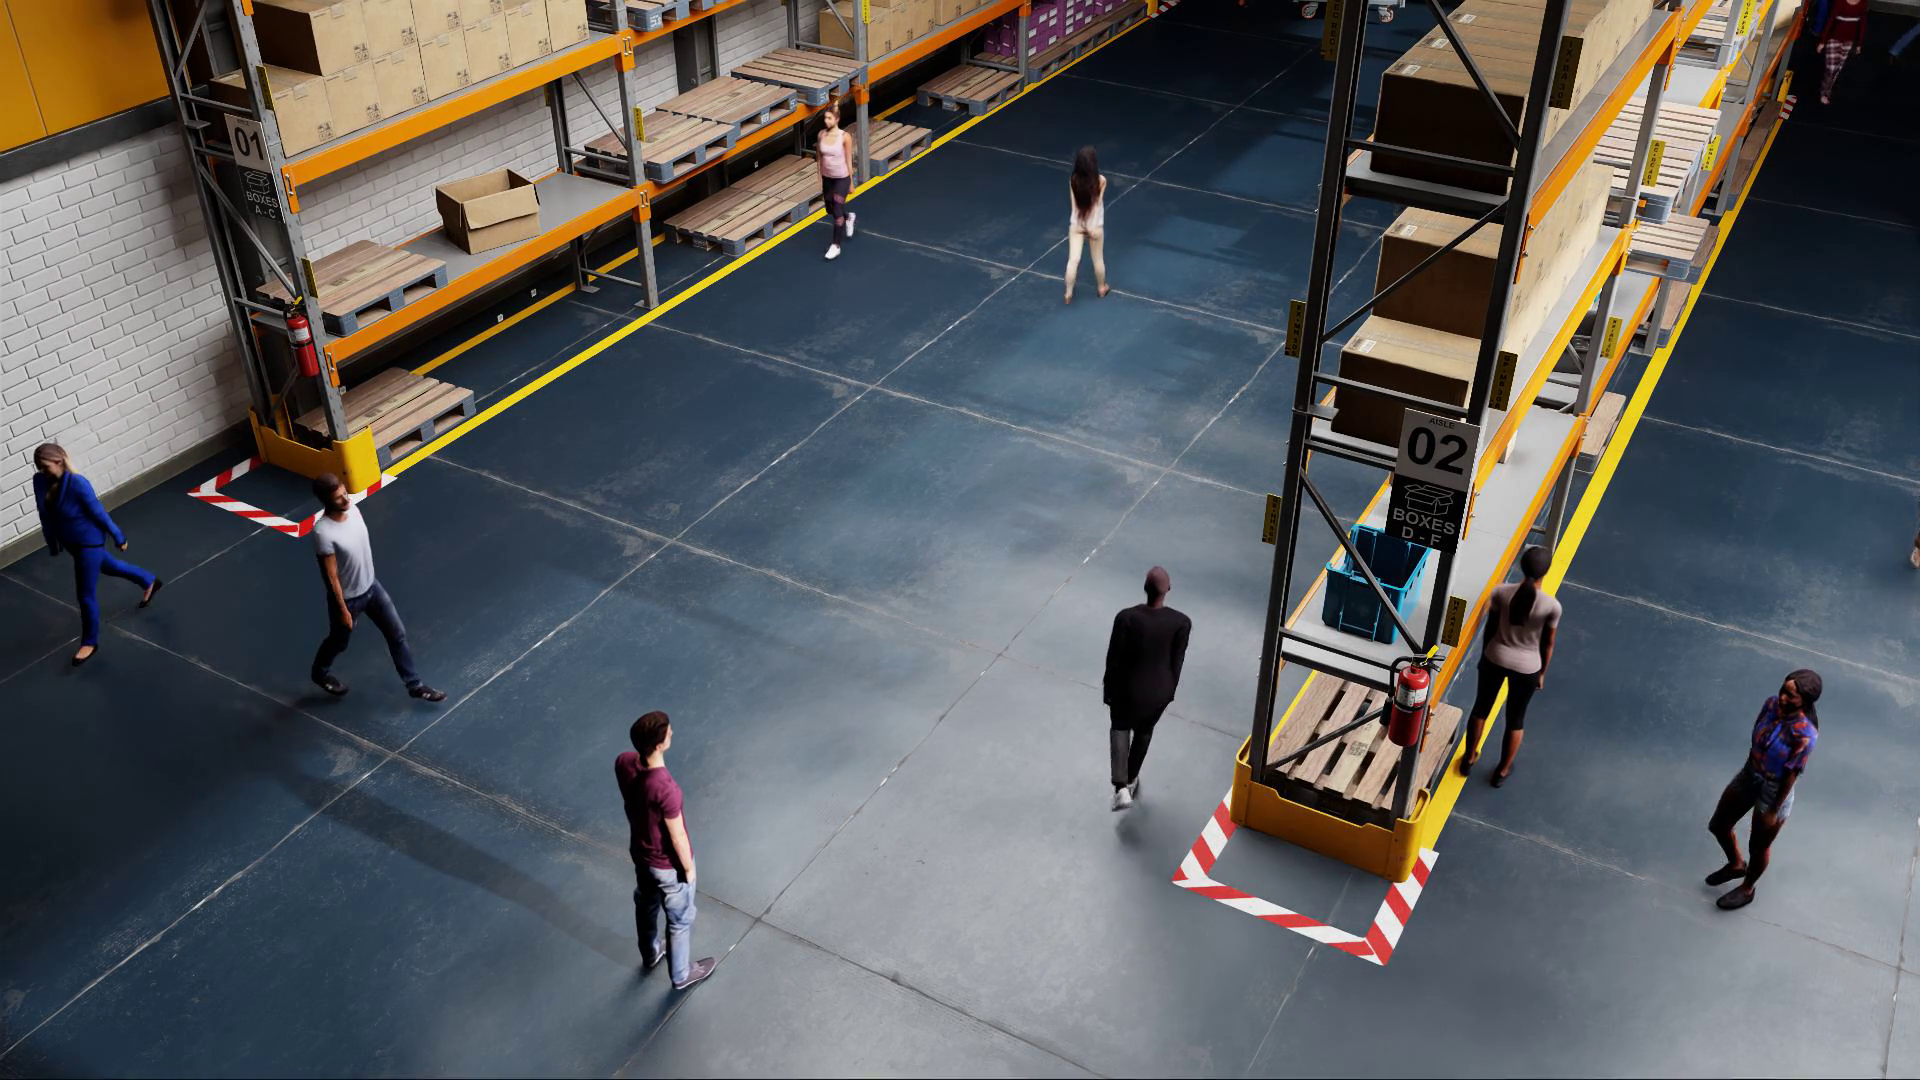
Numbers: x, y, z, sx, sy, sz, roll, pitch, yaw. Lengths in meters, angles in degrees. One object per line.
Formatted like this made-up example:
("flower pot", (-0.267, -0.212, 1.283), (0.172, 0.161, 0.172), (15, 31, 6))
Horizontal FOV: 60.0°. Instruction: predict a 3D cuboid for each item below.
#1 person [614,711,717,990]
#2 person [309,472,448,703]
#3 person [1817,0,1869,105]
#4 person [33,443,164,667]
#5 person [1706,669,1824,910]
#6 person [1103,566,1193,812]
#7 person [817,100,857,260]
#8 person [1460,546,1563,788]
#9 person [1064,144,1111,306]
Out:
("person", (-1.656, 1.699, 9.138), (0.689, 1.848, 0.593), (26, 41, 33))
("person", (-4.171, 0.360, 11.175), (0.885, 1.823, 1.218), (9, 35, 14))
("person", (11.394, -6.508, 21.627), (0.835, 1.689, 0.871), (-3, 34, -5))
("person", (-6.179, -0.008, 11.880), (0.816, 1.654, 1.210), (12, 35, 17))
("person", (4.736, 1.448, 9.621), (0.770, 1.731, 0.714), (-10, 35, -15))
("person", (1.142, 0.985, 10.310), (0.873, 1.739, 0.988), (1, 34, 2))
("person", (-1.284, -3.862, 17.709), (0.610, 1.619, 0.994), (15, 36, 21))
("person", (3.494, 0.805, 10.576), (0.592, 1.743, 0.540), (16, 37, 22))
("person", (1.299, -3.213, 16.712), (0.693, 1.644, 0.879), (11, 35, 16))
